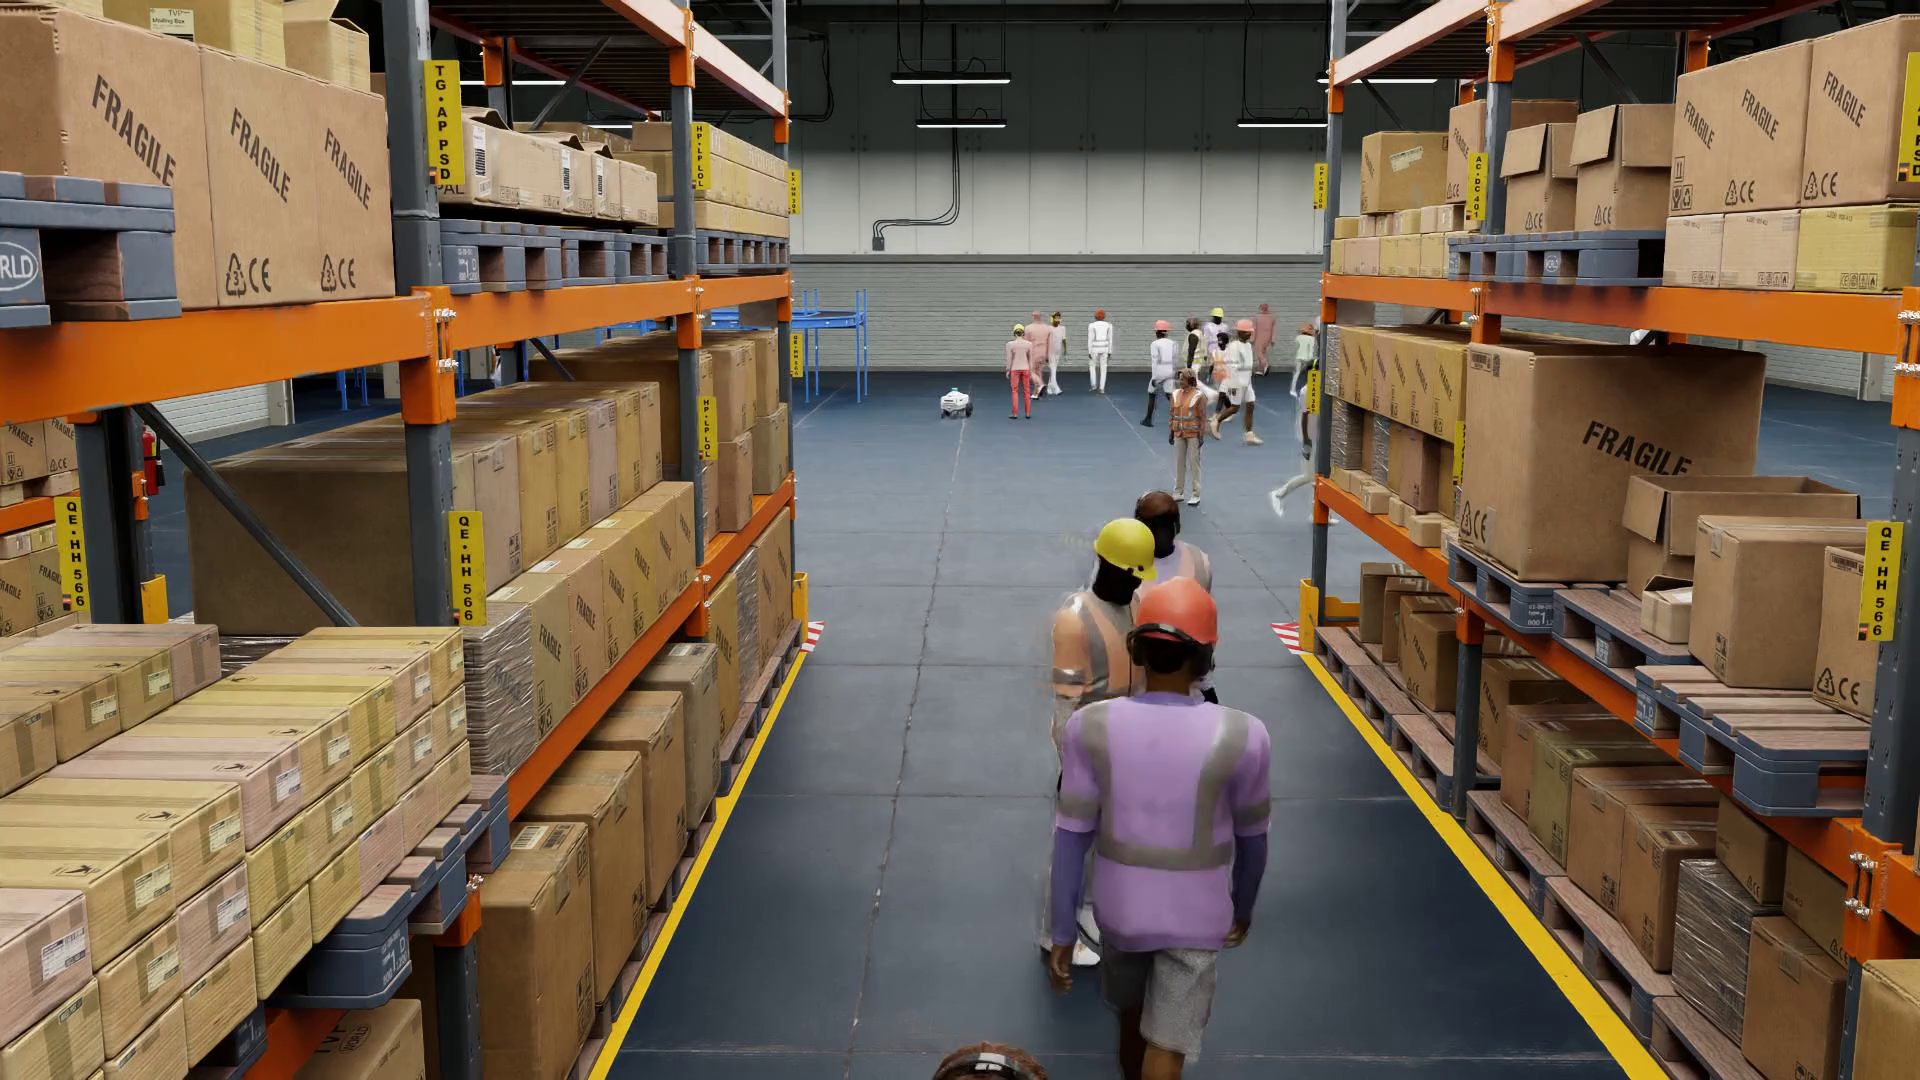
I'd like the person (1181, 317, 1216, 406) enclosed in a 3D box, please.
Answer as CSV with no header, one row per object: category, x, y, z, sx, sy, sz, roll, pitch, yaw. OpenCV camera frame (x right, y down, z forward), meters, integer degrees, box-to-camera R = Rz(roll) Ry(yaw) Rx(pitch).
person,4.732,-3.557,33.300,0.749,1.823,0.625,2,10,10

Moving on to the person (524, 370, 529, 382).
person,-3.994,-0.610,15.336,0.660,1.929,0.618,4,10,22

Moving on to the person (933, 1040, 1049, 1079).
person,0.034,1.625,2.326,0.637,1.814,0.868,1,9,3

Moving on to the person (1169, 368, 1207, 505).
person,2.738,-1.249,20.034,0.520,1.636,0.312,9,13,44

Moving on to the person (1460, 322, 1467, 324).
person,9.680,-3.329,32.127,0.319,1.763,0.522,-9,13,-44

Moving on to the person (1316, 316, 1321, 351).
person,8.677,-4.651,39.333,0.842,2.000,0.694,-9,13,-44

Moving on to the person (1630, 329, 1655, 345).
person,13.930,-3.686,34.044,0.586,1.833,0.404,-2,10,-13

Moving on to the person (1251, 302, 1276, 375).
person,7.817,-5.174,42.819,0.652,1.878,0.812,-4,10,-20

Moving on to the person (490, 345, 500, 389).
person,-8.288,-3.013,29.943,0.328,1.865,0.516,3,10,17

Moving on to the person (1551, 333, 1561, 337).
person,9.076,-2.257,25.536,0.537,1.812,0.787,5,11,28

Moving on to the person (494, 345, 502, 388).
person,-6.327,-1.928,23.260,0.392,1.920,0.592,-5,11,-27

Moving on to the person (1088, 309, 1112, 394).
person,3.105,-4.210,37.084,0.574,1.865,0.577,-2,10,-10

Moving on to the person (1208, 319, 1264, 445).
person,4.452,-2.545,26.680,0.896,2.018,0.620,8,12,38

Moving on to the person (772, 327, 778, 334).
person,-3.528,-3.375,31.865,0.373,1.940,0.630,-1,10,-8

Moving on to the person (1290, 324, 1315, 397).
person,7.499,-3.906,36.121,0.903,1.577,0.504,-8,13,-41

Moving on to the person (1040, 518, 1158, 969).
person,0.579,0.829,6.874,0.507,1.874,0.642,7,12,36

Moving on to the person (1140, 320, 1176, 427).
person,3.595,-2.921,29.315,0.566,1.892,0.996,-6,11,-31

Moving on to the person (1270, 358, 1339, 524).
person,3.877,-1.109,18.544,0.711,1.851,0.534,6,11,33

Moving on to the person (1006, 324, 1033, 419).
person,1.102,-3.144,31.034,0.526,1.757,0.342,-2,10,-13

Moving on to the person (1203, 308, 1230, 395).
person,5.689,-4.117,36.420,0.606,1.901,0.769,-5,11,-29

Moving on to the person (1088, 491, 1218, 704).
person,0.928,0.691,7.912,0.634,1.841,0.528,-3,10,-16

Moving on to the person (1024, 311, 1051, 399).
person,1.641,-3.905,35.183,0.656,1.885,0.593,-6,11,-32

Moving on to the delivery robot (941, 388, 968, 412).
delivery robot,-0.098,-2.620,31.330,0.477,0.478,0.707,3,10,19

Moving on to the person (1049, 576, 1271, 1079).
person,0.611,1.094,4.960,0.603,1.976,1.087,4,10,22

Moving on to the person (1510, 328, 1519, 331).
person,10.510,-3.159,31.376,0.554,1.665,0.662,-3,10,-15

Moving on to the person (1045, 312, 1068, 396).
person,2.075,-4.068,36.428,0.490,1.817,0.912,-4,10,-21

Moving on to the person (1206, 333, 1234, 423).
person,4.719,-2.918,29.986,0.898,1.643,0.549,-8,13,-41
